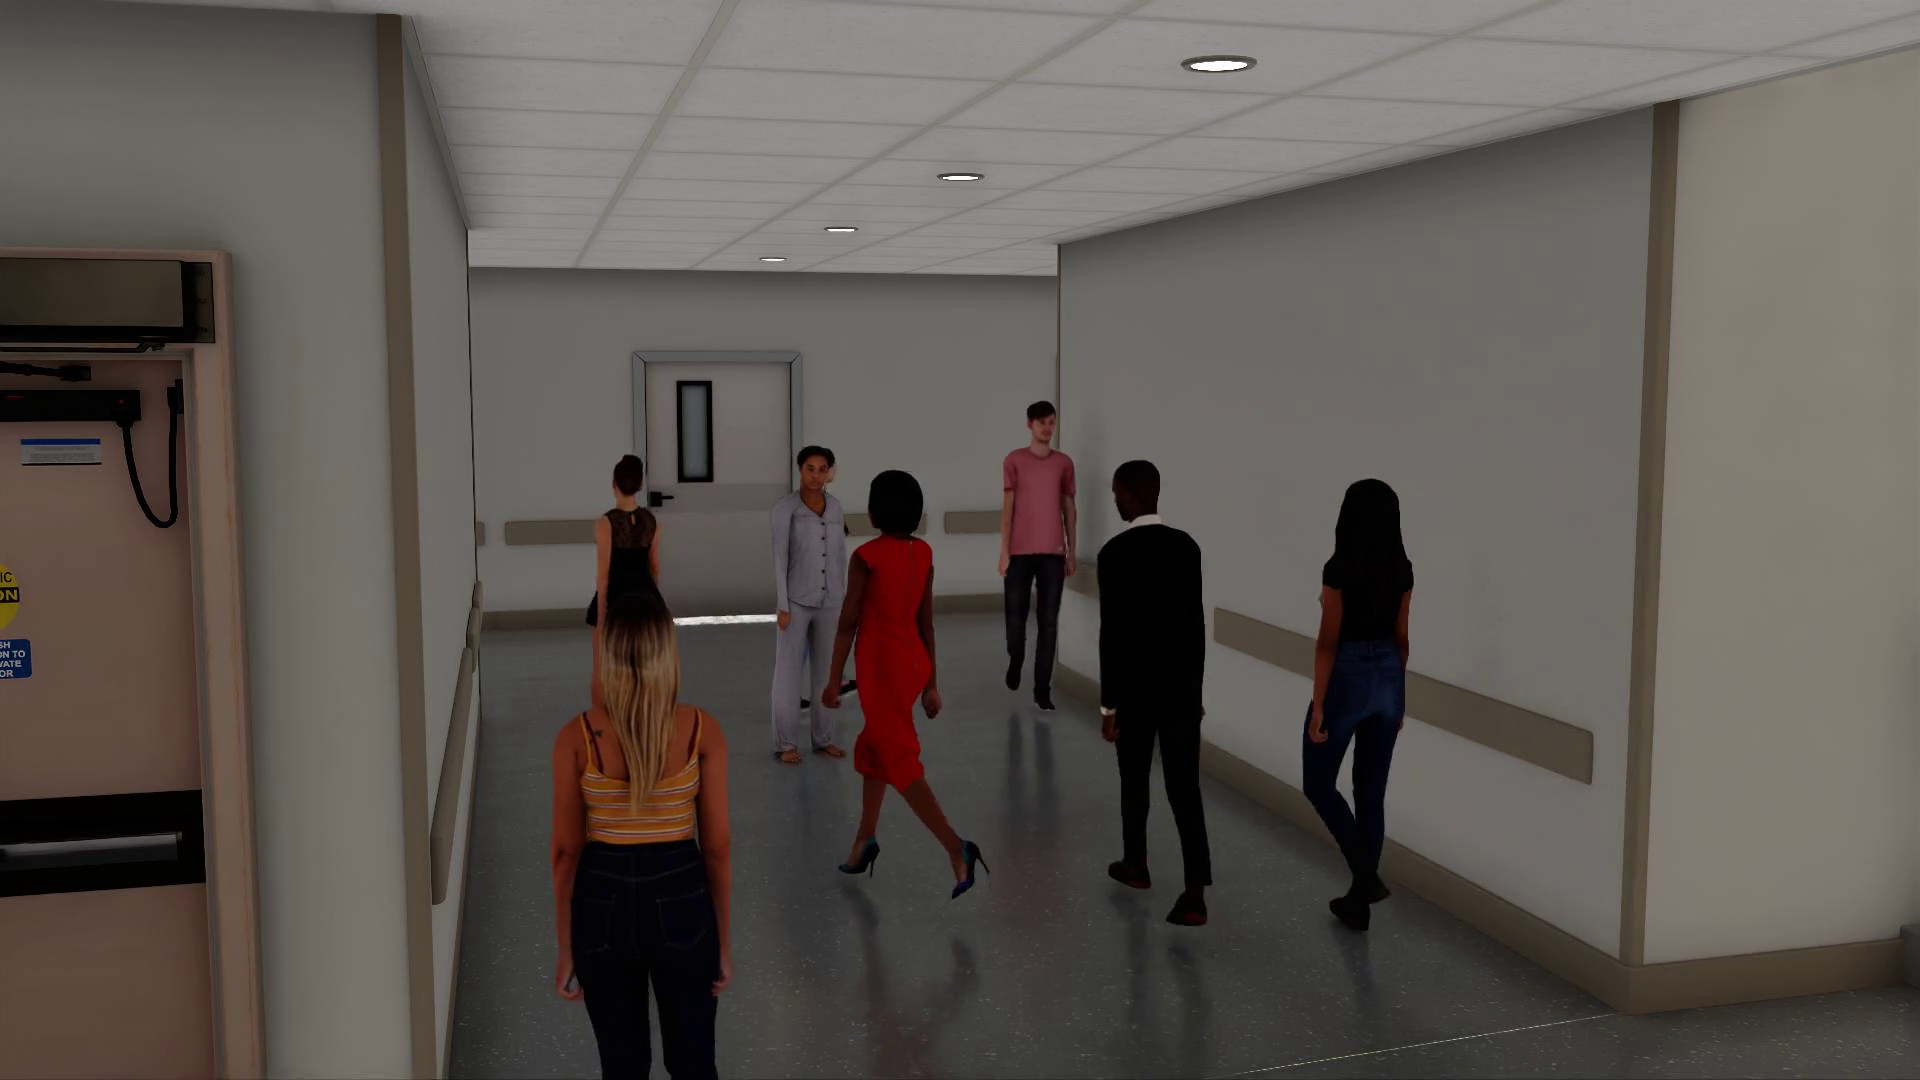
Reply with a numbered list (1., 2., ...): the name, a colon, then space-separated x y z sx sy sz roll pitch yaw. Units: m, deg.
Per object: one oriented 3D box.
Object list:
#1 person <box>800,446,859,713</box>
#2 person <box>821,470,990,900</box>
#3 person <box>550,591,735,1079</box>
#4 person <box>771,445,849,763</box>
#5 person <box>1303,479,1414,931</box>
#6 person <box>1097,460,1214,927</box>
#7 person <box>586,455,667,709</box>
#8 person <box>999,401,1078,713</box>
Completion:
1. person: -0.974 0.272 10.295 1.036 1.654 0.835 -4 7 -34
2. person: -0.212 0.614 6.635 1.047 1.707 1.099 5 7 39
3. person: -0.720 0.940 3.841 0.795 1.616 0.637 -2 6 -17
4. person: -0.844 0.333 9.263 0.603 1.739 0.757 -4 7 -35
5. person: 1.550 0.643 6.236 0.638 1.728 0.647 -2 6 -18
6. person: 0.805 0.615 6.375 1.134 1.755 0.763 -2 6 -18
7. person: -1.777 0.394 9.161 1.109 1.639 0.968 -5 8 -43
8. person: 0.467 0.094 10.591 0.860 1.949 0.777 -1 6 -8
